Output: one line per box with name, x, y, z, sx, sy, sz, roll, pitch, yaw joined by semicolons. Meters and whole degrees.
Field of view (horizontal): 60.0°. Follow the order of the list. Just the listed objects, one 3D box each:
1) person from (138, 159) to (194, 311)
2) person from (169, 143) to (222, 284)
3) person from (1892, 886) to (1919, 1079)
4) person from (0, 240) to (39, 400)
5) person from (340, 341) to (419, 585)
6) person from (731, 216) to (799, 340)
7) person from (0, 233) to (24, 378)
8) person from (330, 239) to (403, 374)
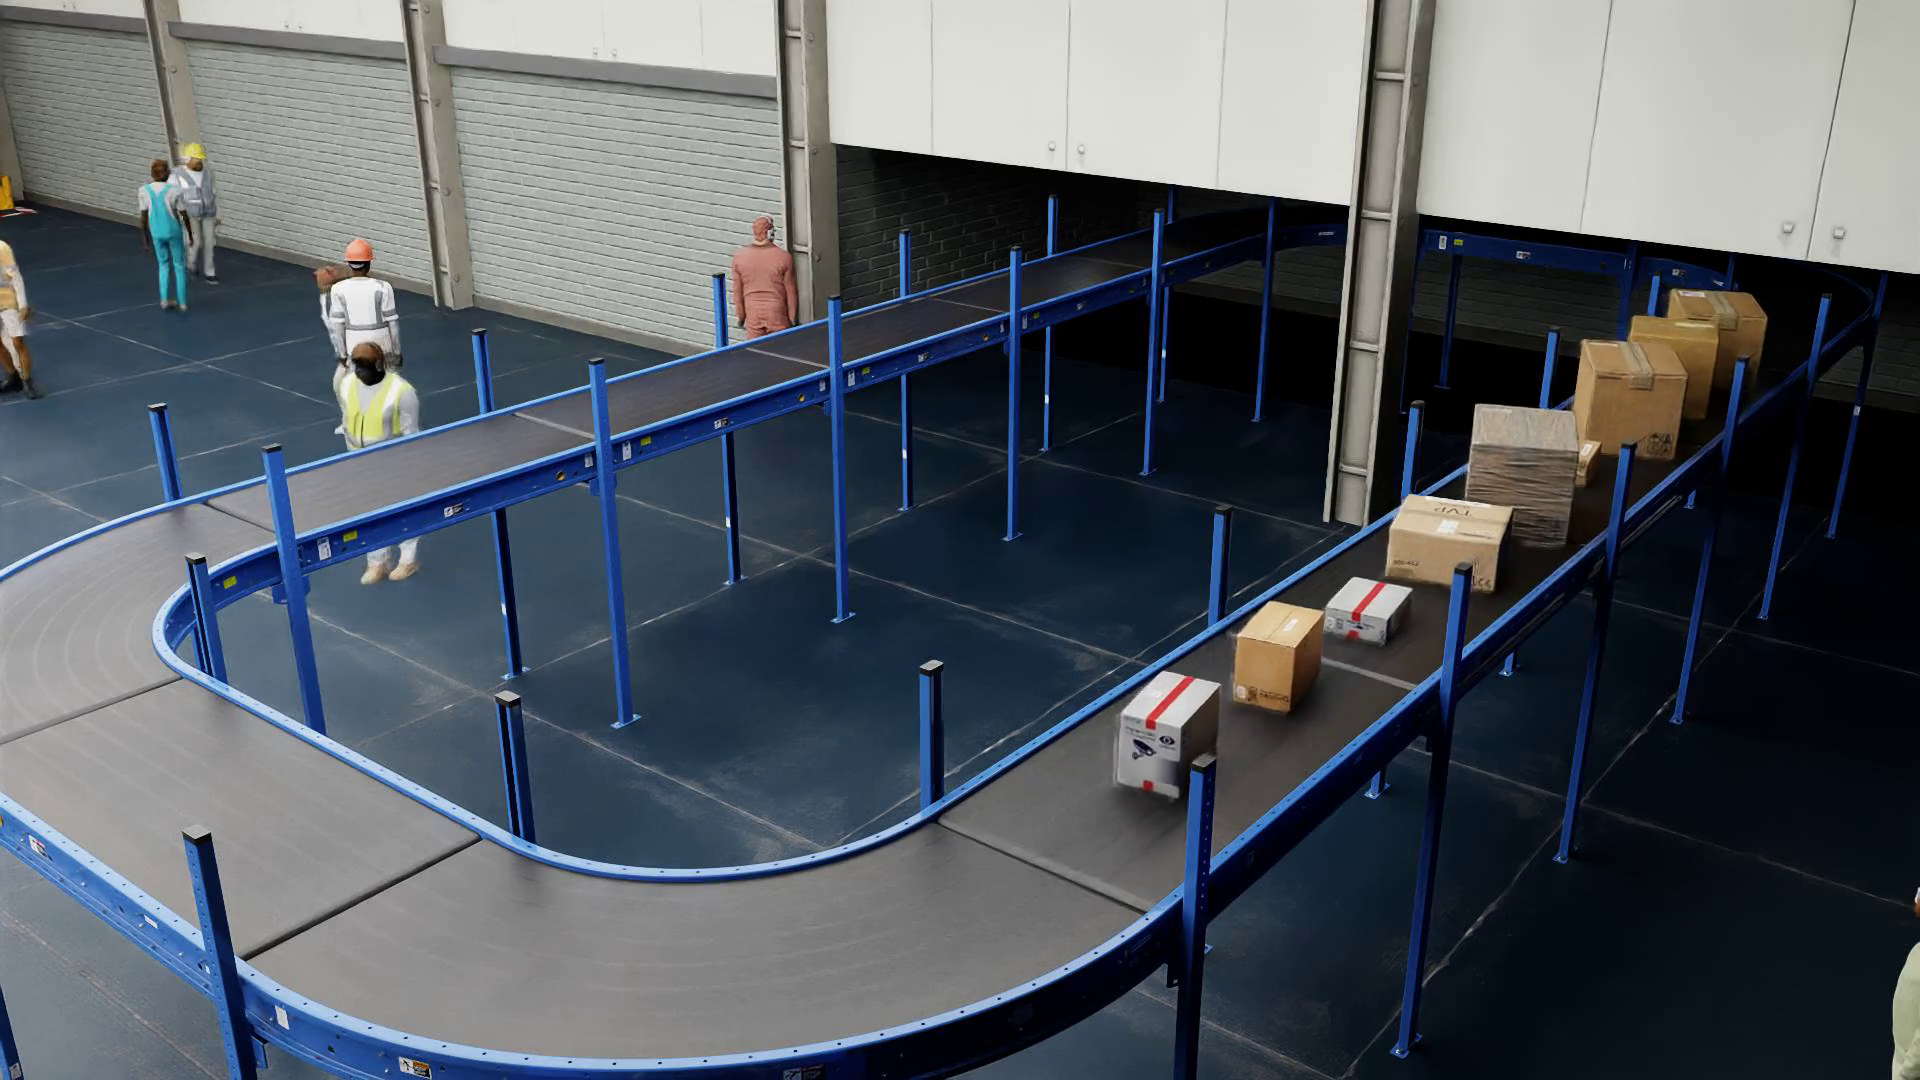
person;-9.504;-3.654;19.975;0.535;1.833;0.441;-3;22;-7
person;-9.735;-4.163;21.302;0.462;1.807;0.616;18;27;37
person;3.533;1.894;6.146;0.279;1.633;0.500;14;26;32
person;-9.559;-2.335;16.570;0.663;1.886;0.388;4;22;11
person;-4.223;-0.534;12.053;0.660;1.823;0.595;6;22;14
person;-1.862;-2.186;16.153;0.636;1.902;0.406;4;22;9
person;-10.057;-2.582;17.052;0.614;1.985;0.414;-16;26;-34
person;-5.297;-1.730;14.944;0.550;1.935;0.376;-3;22;-8
